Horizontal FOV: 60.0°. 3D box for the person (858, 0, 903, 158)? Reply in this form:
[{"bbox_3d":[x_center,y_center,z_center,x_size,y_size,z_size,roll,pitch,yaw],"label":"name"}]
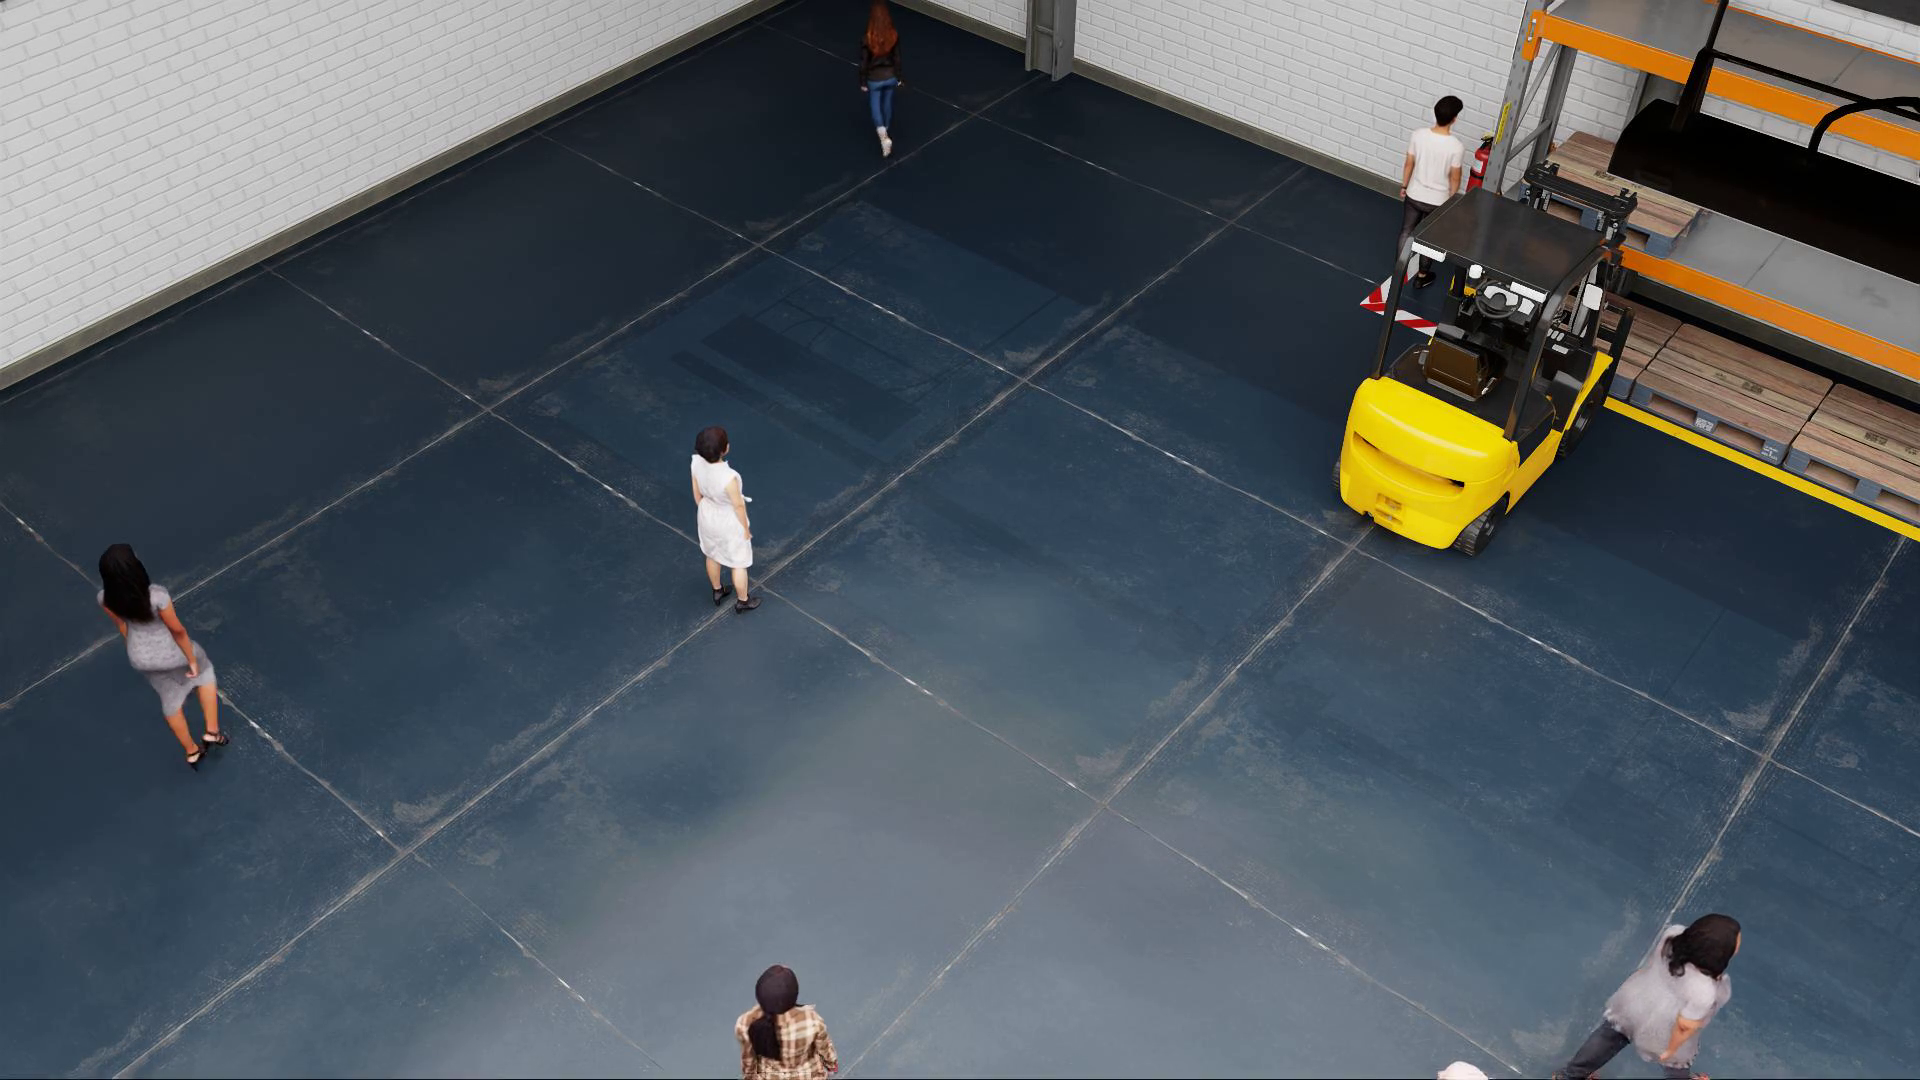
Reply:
[{"bbox_3d":[-0.712,-4.260,15.386,0.821,1.468,0.952,-13,45,-13],"label":"person"}]

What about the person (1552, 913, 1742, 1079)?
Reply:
[{"bbox_3d":[3.451,2.369,8.353,1.051,1.571,1.057,-8,44,-9],"label":"person"}]

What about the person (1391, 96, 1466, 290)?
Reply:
[{"bbox_3d":[3.871,-2.881,13.755,0.490,1.722,0.706,25,49,24],"label":"person"}]

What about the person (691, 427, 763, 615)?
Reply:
[{"bbox_3d":[-1.565,-0.128,10.985,0.499,1.556,0.652,23,48,22],"label":"person"}]

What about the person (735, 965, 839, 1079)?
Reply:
[{"bbox_3d":[-0.817,2.636,7.919,0.704,1.783,0.772,6,44,6],"label":"person"}]

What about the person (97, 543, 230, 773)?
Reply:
[{"bbox_3d":[-4.760,0.772,9.886,0.743,1.767,0.804,-4,44,-4],"label":"person"}]
